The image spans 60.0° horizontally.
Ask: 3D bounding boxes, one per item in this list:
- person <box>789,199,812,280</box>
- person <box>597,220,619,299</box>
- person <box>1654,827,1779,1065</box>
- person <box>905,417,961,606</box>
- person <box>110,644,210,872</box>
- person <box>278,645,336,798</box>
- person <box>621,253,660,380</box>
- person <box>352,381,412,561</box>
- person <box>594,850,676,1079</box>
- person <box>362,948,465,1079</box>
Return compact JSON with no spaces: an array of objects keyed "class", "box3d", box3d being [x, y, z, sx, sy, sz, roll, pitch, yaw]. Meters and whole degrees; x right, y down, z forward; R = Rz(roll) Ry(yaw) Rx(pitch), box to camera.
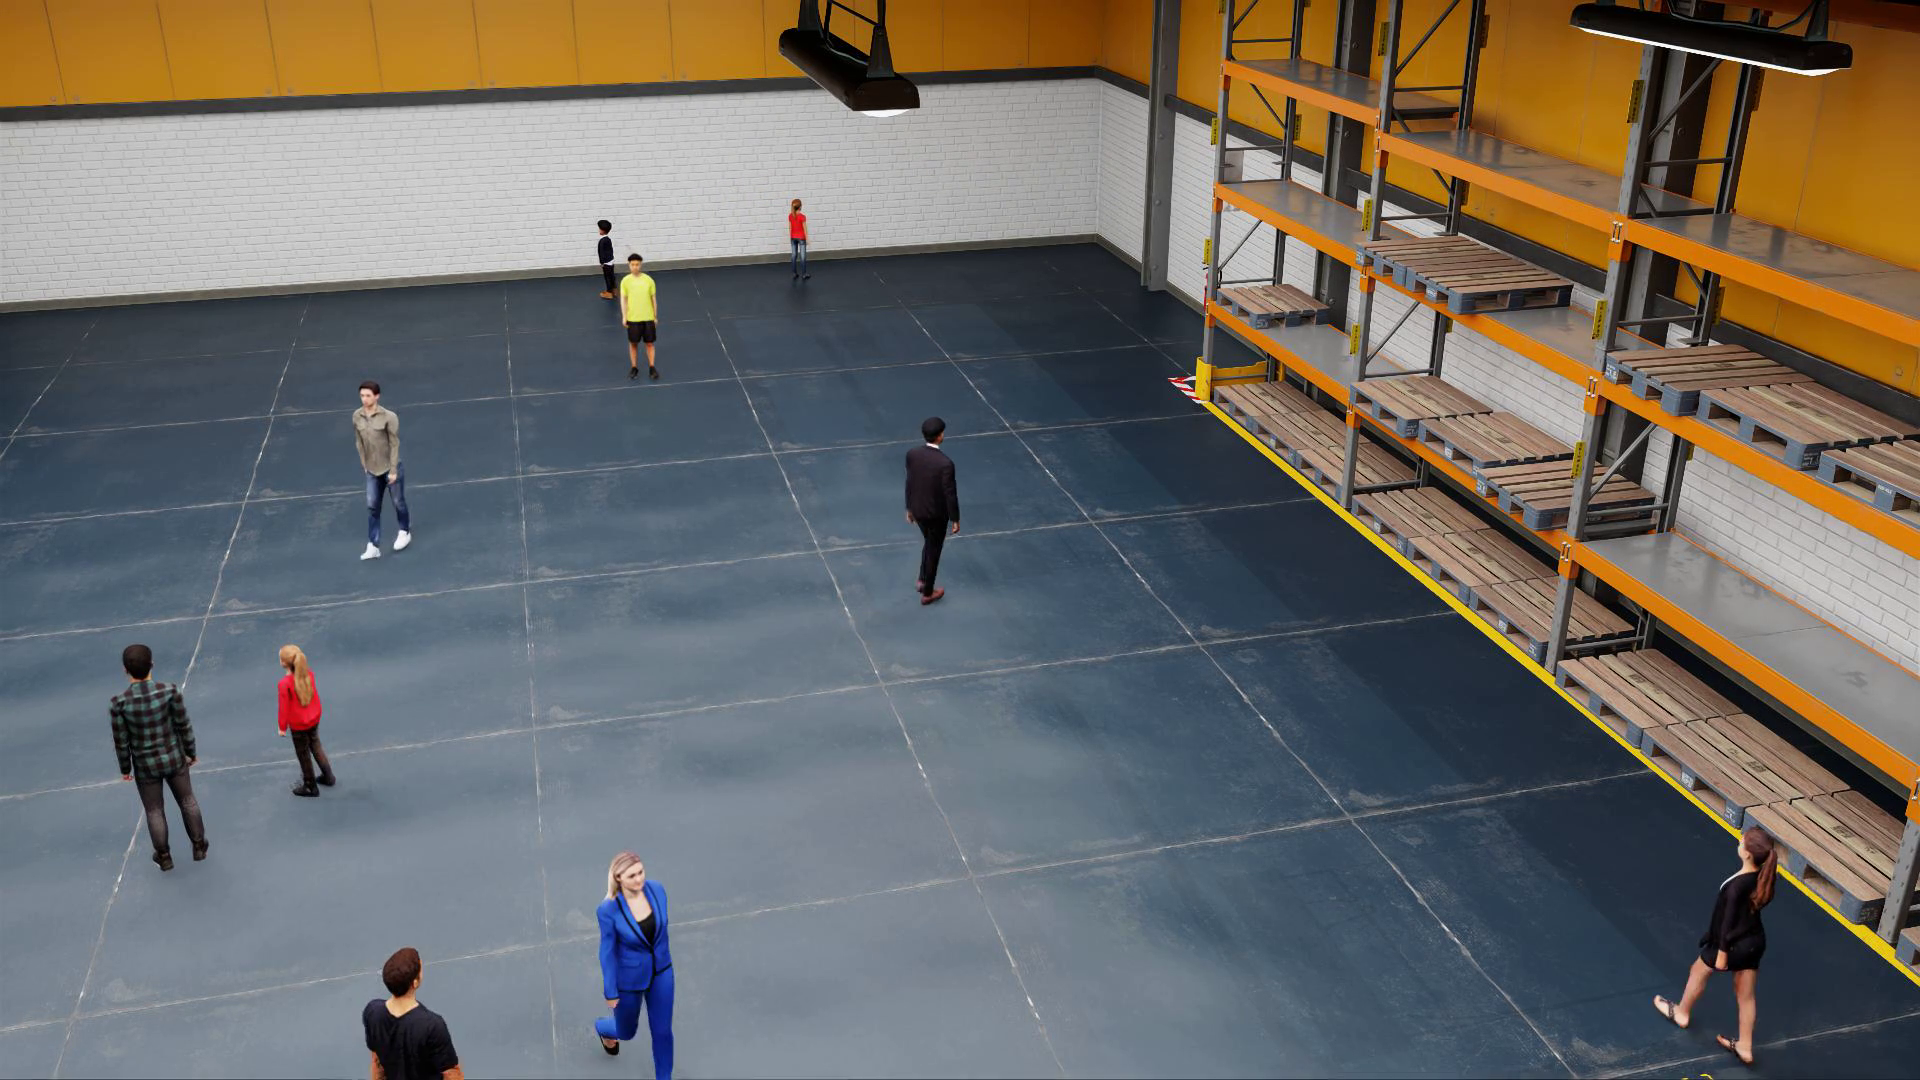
[{"class":"person","box3d":[-2.653,-4.941,27.260,0.573,1.311,0.624,9,25,19]},{"class":"person","box3d":[-5.557,-4.436,26.215,0.633,1.222,0.541,6,24,13]},{"class":"person","box3d":[4.754,2.472,10.031,0.659,1.528,0.932,-11,26,-24]},{"class":"person","box3d":[-0.339,-0.247,15.825,0.779,1.869,0.876,17,29,34]},{"class":"person","box3d":[-5.663,1.522,11.713,0.737,1.713,0.638,-14,27,-30]},{"class":"person","box3d":[-5.046,1.392,12.810,0.653,1.281,0.576,8,25,18]},{"class":"person","box3d":[-4.306,-3.024,22.378,0.621,1.708,0.505,-5,24,-12]},{"class":"person","box3d":[-5.843,-0.757,17.036,0.969,1.833,1.143,4,24,9]},{"class":"person","box3d":[-1.918,2.521,9.729,0.905,1.679,1.098,-21,31,-39]},{"class":"person","box3d":[-2.839,2.942,8.563,0.785,1.842,0.810,6,24,14]}]
